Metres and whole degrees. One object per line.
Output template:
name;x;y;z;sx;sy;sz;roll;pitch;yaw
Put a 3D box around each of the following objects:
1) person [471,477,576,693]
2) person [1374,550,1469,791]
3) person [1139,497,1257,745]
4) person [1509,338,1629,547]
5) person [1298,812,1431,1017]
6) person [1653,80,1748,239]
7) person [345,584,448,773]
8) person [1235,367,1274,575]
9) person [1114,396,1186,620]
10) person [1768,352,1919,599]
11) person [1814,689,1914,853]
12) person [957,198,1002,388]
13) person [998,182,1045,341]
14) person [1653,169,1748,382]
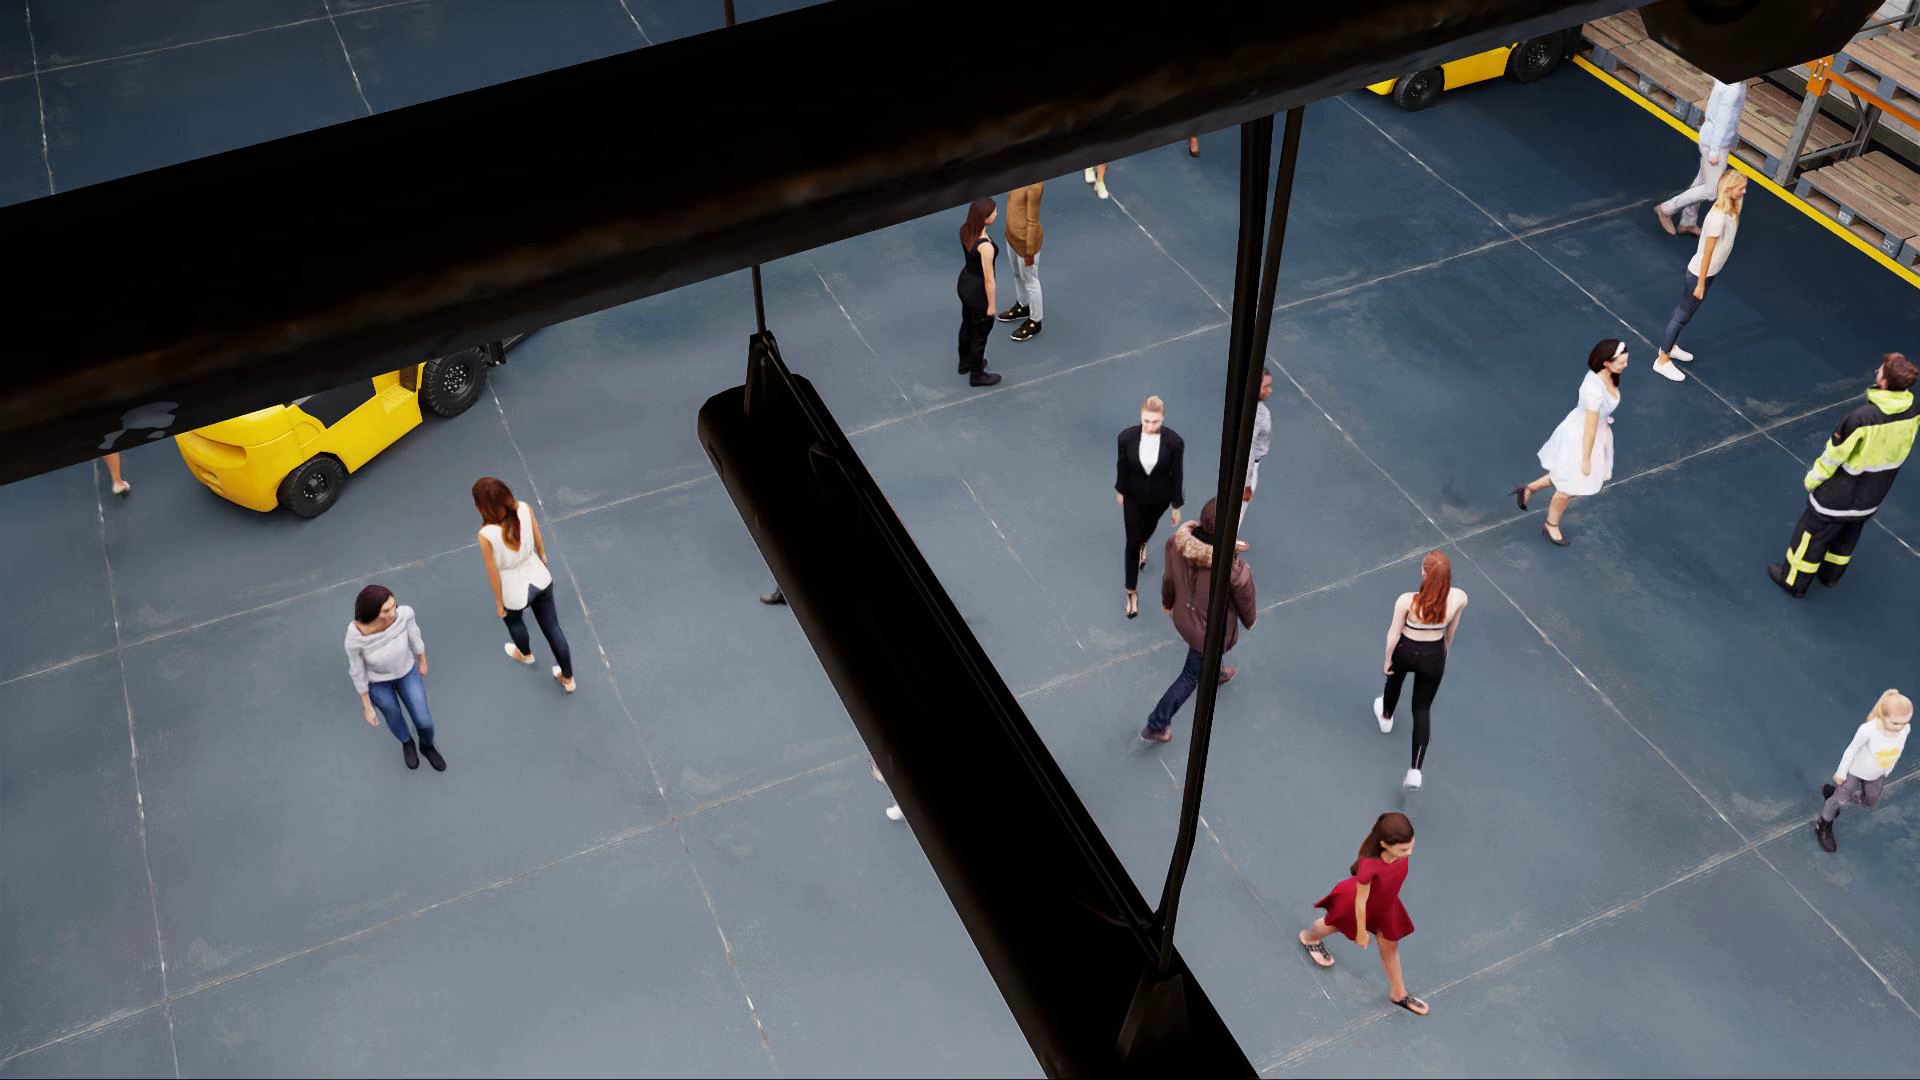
person;-2.716;0.345;10.572;0.853;1.757;0.989;-34;53;-31
person;2.809;0.794;10.134;0.960;1.711;1.191;3;44;3
person;1.455;0.545;10.329;1.019;1.802;1.228;-29;51;-27
person;4.236;-0.682;11.617;1.005;1.803;0.913;22;48;22
person;2.161;1.932;9.088;0.743;1.506;1.118;-30;51;-28
person;6.503;-3.473;14.489;0.968;1.882;0.902;20;47;20
person;-3.521;0.805;10.199;0.657;1.606;0.652;-21;47;-20
person;1.950;-0.497;11.482;0.727;1.722;0.616;4;44;4
person;1.290;-0.339;11.361;0.964;1.659;1.151;3;44;3
person;6.018;-0.407;11.203;0.808;1.976;0.701;-11;45;-11
person;5.355;1.312;9.909;0.602;1.271;0.684;-5;44;-5
person;0.137;-1.946;13.028;0.631;1.687;0.464;-19;47;-19
person;0.528;-2.475;13.491;0.679;1.814;0.466;-16;46;-16
person;5.842;-2.112;13.113;0.684;1.809;0.664;22;48;21
